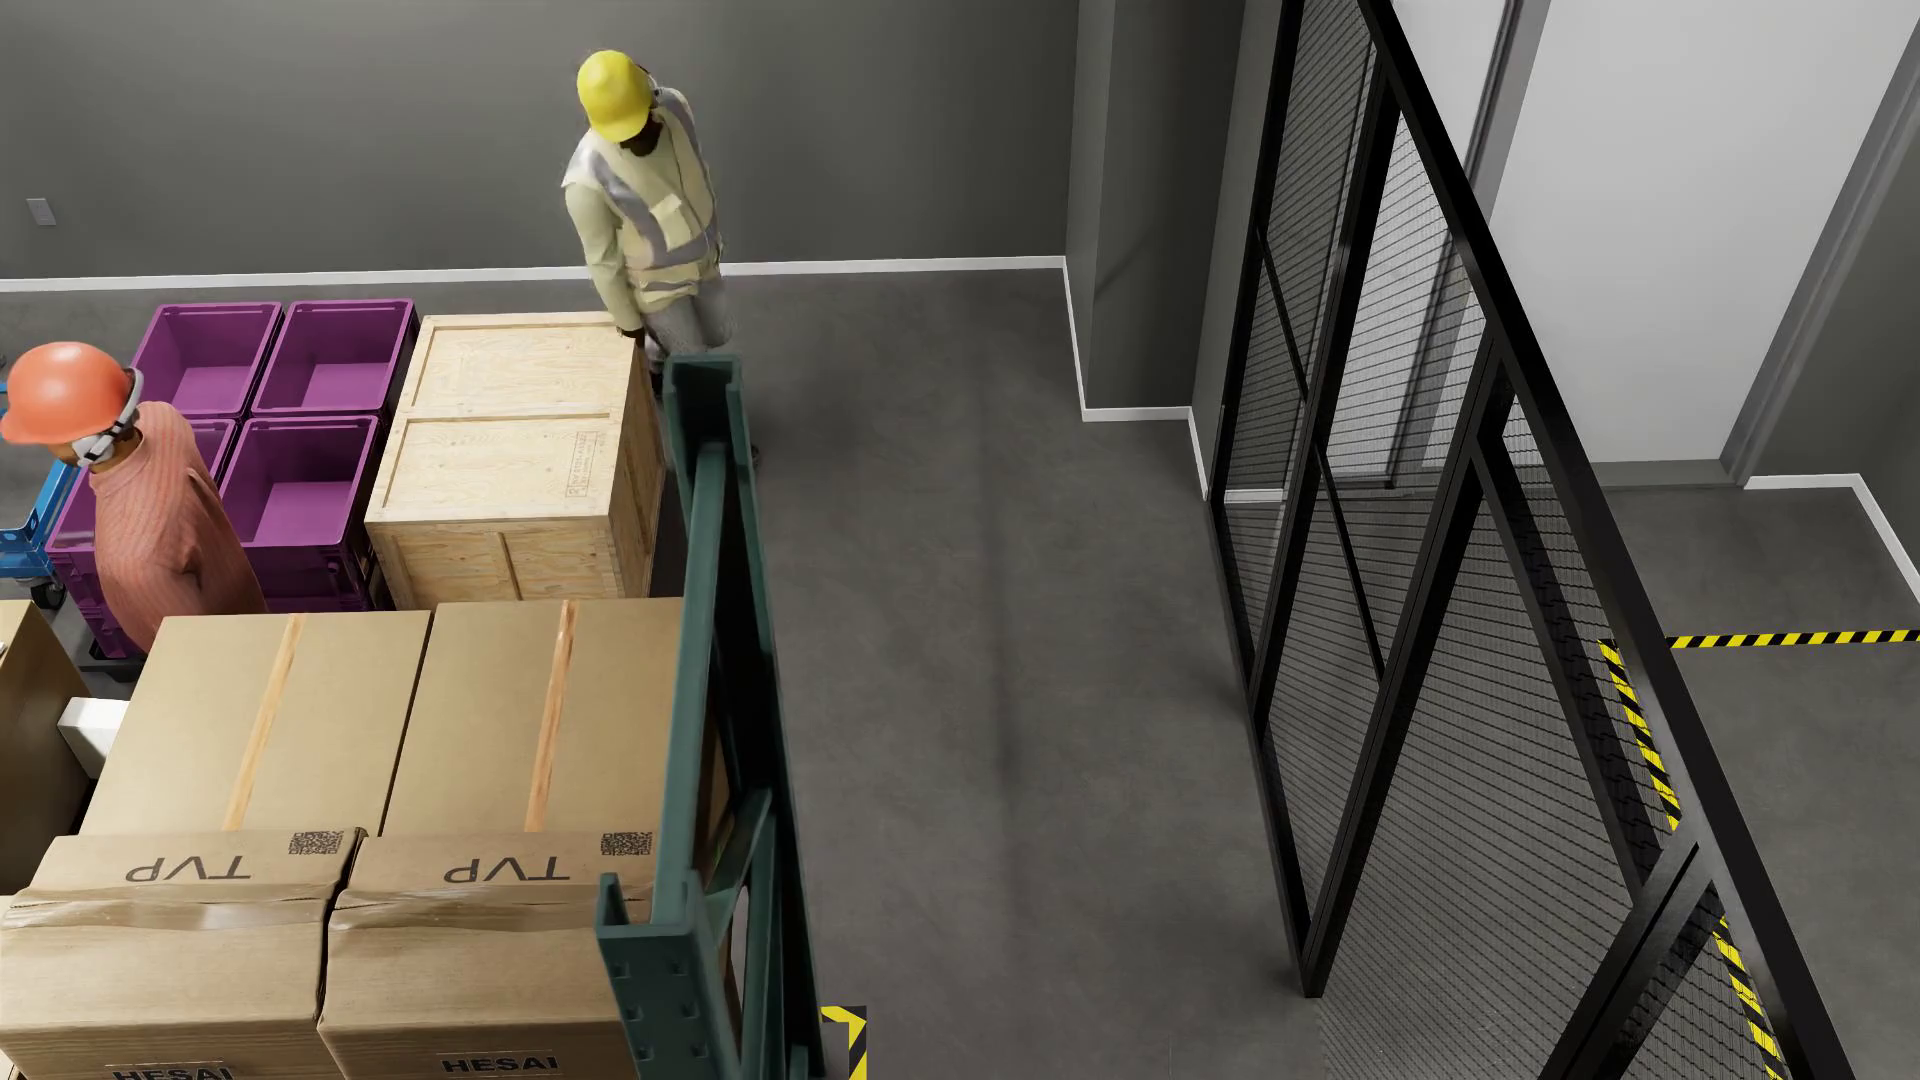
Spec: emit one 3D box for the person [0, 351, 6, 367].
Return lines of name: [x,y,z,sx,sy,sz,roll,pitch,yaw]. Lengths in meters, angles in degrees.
person: [-4.022,-1.273,5.972,0.355,1.937,0.635,-3,46,-3]

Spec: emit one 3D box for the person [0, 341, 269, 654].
person: [-2.040,0.253,4.478,0.382,1.994,0.612,-12,48,-12]

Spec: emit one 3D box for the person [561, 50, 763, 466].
person: [-1.071,-0.958,5.777,0.571,1.787,0.634,20,50,18]
